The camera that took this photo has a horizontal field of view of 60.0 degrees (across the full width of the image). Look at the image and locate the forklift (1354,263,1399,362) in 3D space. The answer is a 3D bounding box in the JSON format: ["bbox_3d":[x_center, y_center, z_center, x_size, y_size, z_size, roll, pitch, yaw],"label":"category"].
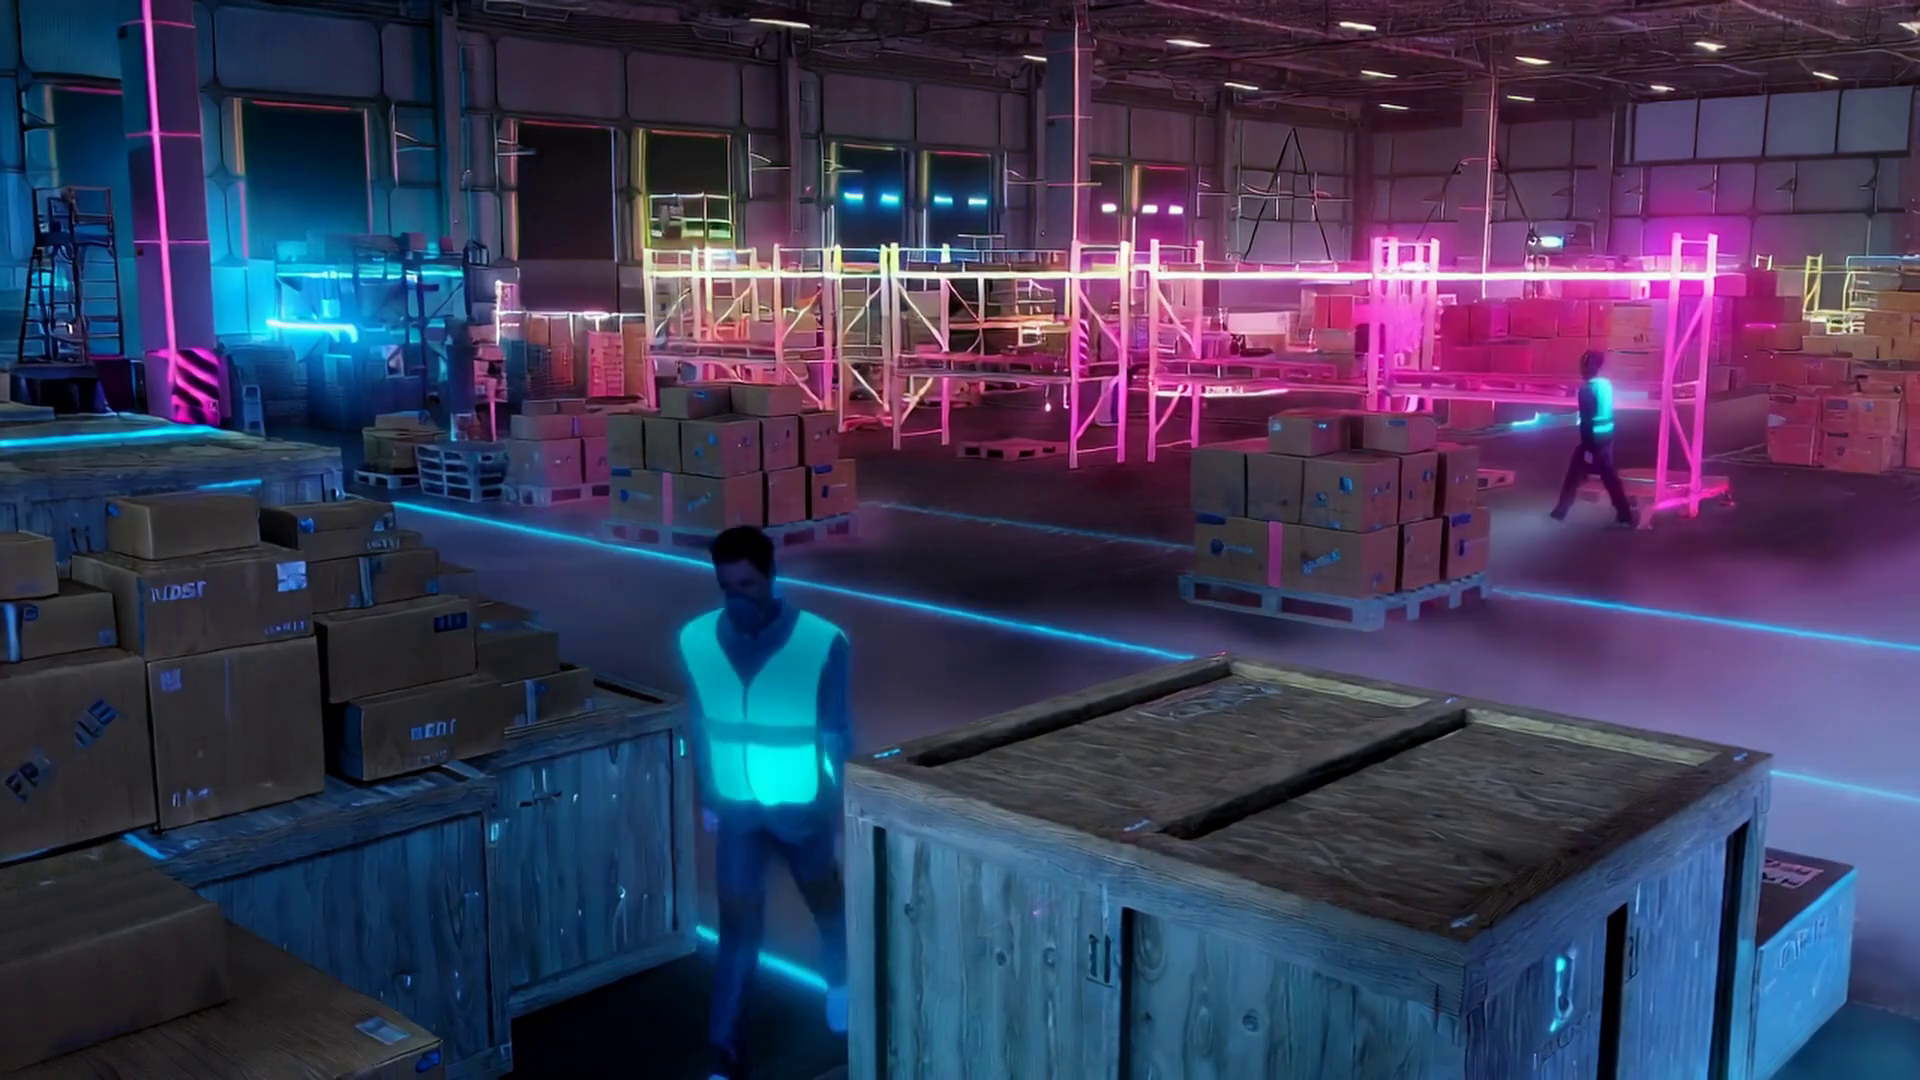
[{"bbox_3d":[12.210,-6.461,47.159,1.873,2.768,1.129,3,10,16],"label":"forklift"}]

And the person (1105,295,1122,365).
[{"bbox_3d":[4.266,-5.747,45.668,0.551,1.934,0.362,0,9,-1],"label":"person"}]

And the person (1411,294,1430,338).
[{"bbox_3d":[13.383,-6.154,48.200,0.647,1.920,0.501,3,10,19],"label":"person"}]

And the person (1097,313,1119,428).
[{"bbox_3d":[2.502,-2.832,27.862,0.395,1.915,0.588,-1,9,-4],"label":"person"}]

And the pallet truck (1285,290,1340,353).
[{"bbox_3d":[11.297,-6.951,52.861,1.885,1.965,0.823,-5,11,-29],"label":"pallet truck"}]

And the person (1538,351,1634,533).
[{"bbox_3d":[6.420,-0.988,16.832,0.582,1.840,0.951,-8,12,-40],"label":"person"}]

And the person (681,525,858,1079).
[{"bbox_3d":[-0.596,0.845,5.495,0.633,1.865,1.024,3,10,16],"label":"person"}]

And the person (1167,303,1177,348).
[{"bbox_3d":[5.931,-5.800,46.719,0.322,1.697,0.532,1,9,4],"label":"person"}]

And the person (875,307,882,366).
[{"bbox_3d":[-2.104,-5.369,44.284,0.315,1.634,0.516,0,9,2],"label":"person"}]

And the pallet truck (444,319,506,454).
[{"bbox_3d":[-6.981,-1.942,22.150,1.885,1.965,0.823,1,9,9],"label":"pallet truck"}]

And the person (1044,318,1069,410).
[{"bbox_3d":[1.836,-3.324,31.418,0.484,1.739,0.319,-2,9,-12],"label":"person"}]

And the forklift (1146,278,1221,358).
[{"bbox_3d":[6.364,-6.425,46.939,1.873,2.768,1.129,9,13,43],"label":"forklift"}]
